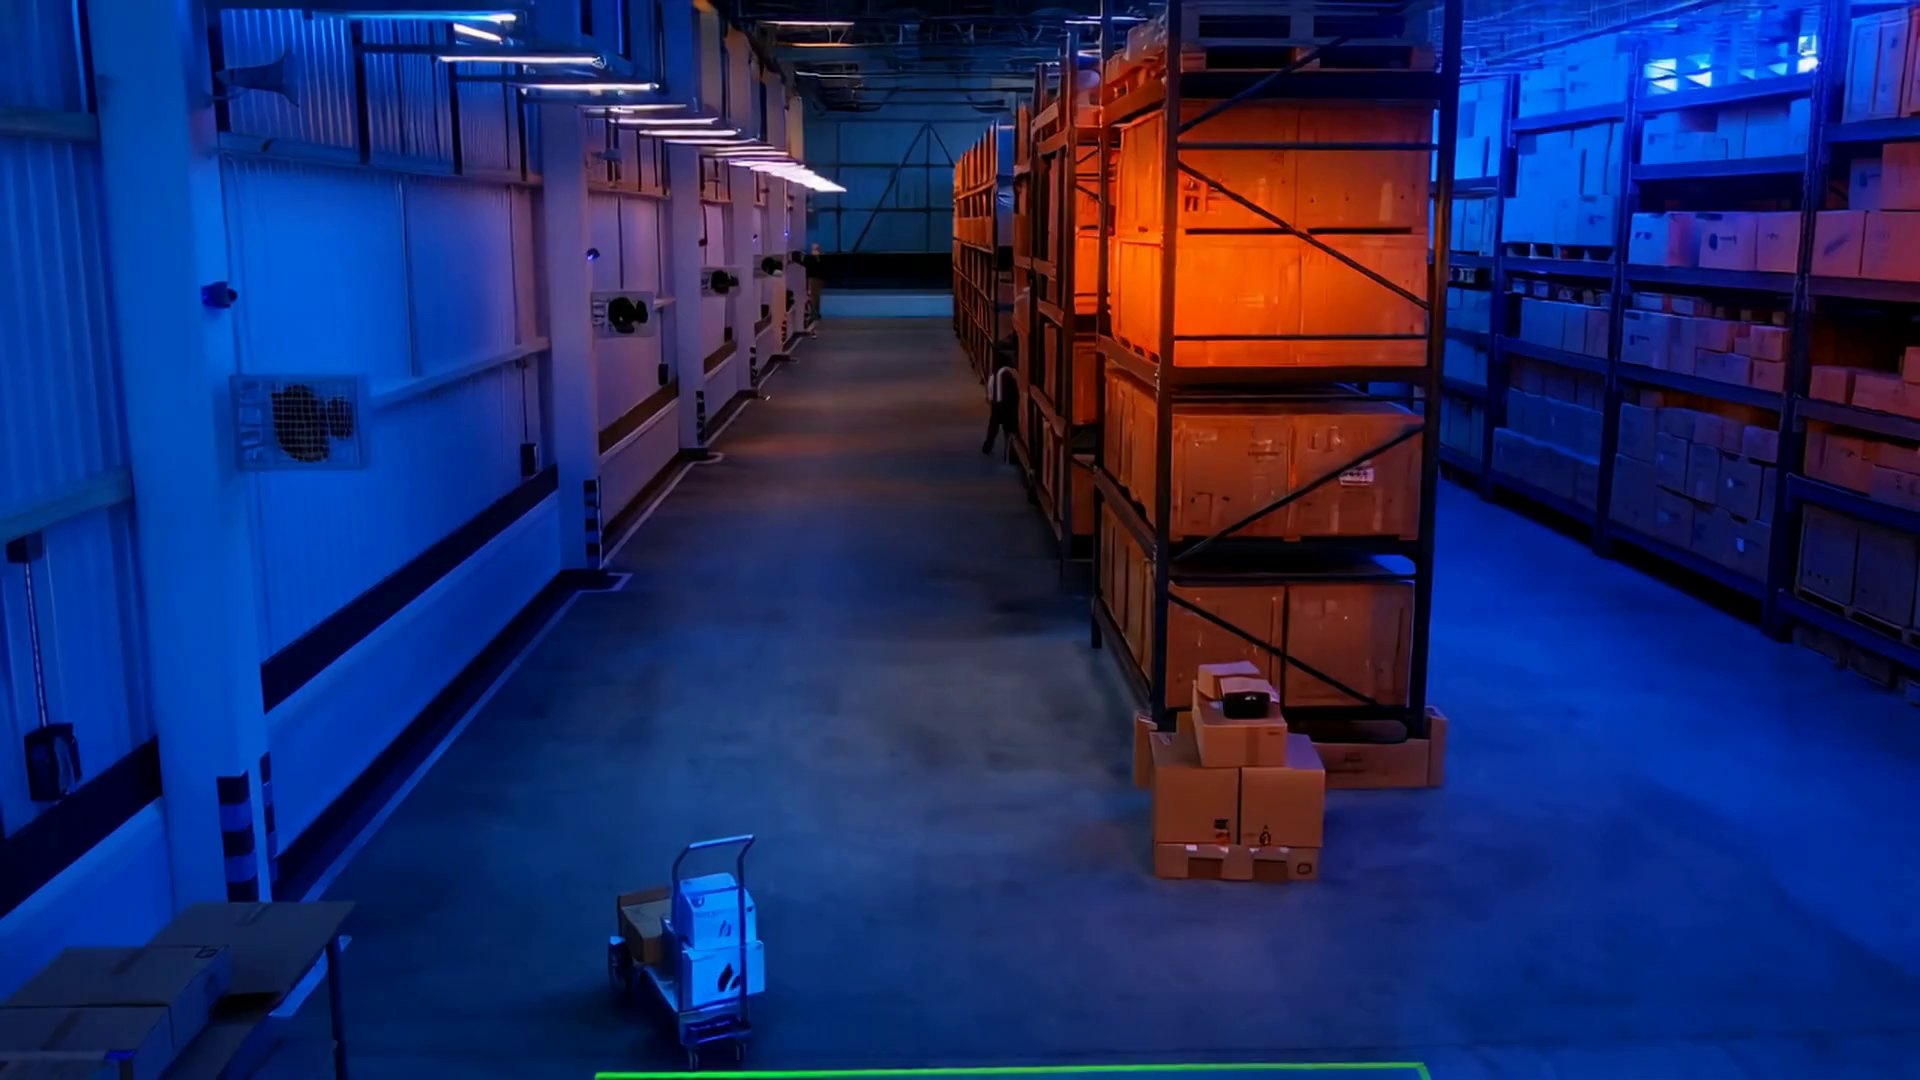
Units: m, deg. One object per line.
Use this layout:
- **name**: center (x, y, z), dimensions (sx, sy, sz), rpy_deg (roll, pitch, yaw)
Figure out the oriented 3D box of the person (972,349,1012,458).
- **person**: center (0.583, -2.348, 28.648), dimensions (0.859, 1.885, 0.605), rpy_deg (0, 11, -2)
